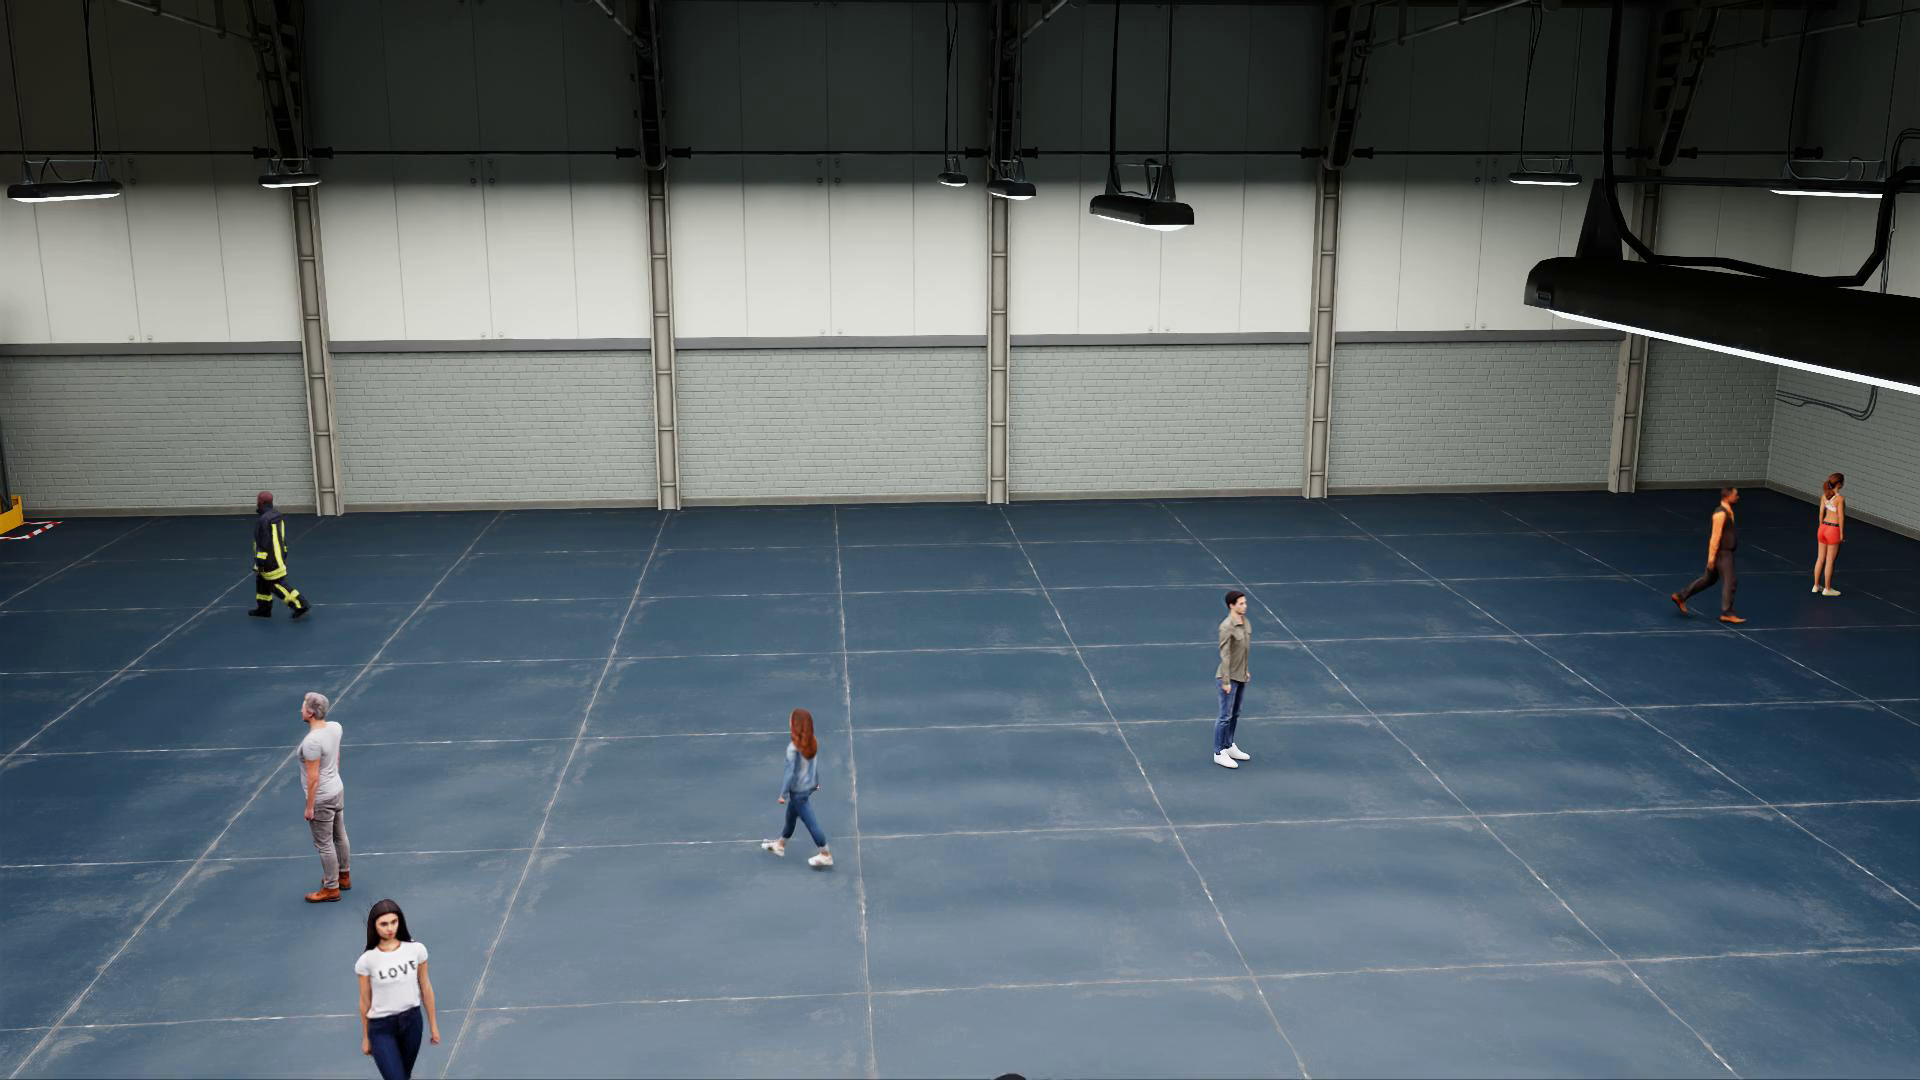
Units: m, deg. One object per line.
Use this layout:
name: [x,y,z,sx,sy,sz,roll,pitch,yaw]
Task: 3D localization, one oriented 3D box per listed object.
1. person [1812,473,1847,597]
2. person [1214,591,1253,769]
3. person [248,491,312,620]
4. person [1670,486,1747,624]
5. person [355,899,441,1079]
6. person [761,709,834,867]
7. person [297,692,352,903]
person: [12.651,-0.094,24.186,0.613,1.791,0.621,-4,14,-15]
person: [2.851,1.429,17.451,0.819,1.864,0.780,9,16,35]
person: [-9.364,0.228,22.795,1.206,1.793,0.833,0,13,2]
person: [10.269,0.200,22.733,1.320,1.875,1.167,7,15,29]
person: [-3.595,3.095,10.533,1.149,1.738,1.080,-10,16,-37]
person: [-1.358,2.246,14.860,1.060,1.441,0.866,5,14,22]
person: [-5.441,2.184,14.262,0.608,1.831,0.722,1,13,4]
